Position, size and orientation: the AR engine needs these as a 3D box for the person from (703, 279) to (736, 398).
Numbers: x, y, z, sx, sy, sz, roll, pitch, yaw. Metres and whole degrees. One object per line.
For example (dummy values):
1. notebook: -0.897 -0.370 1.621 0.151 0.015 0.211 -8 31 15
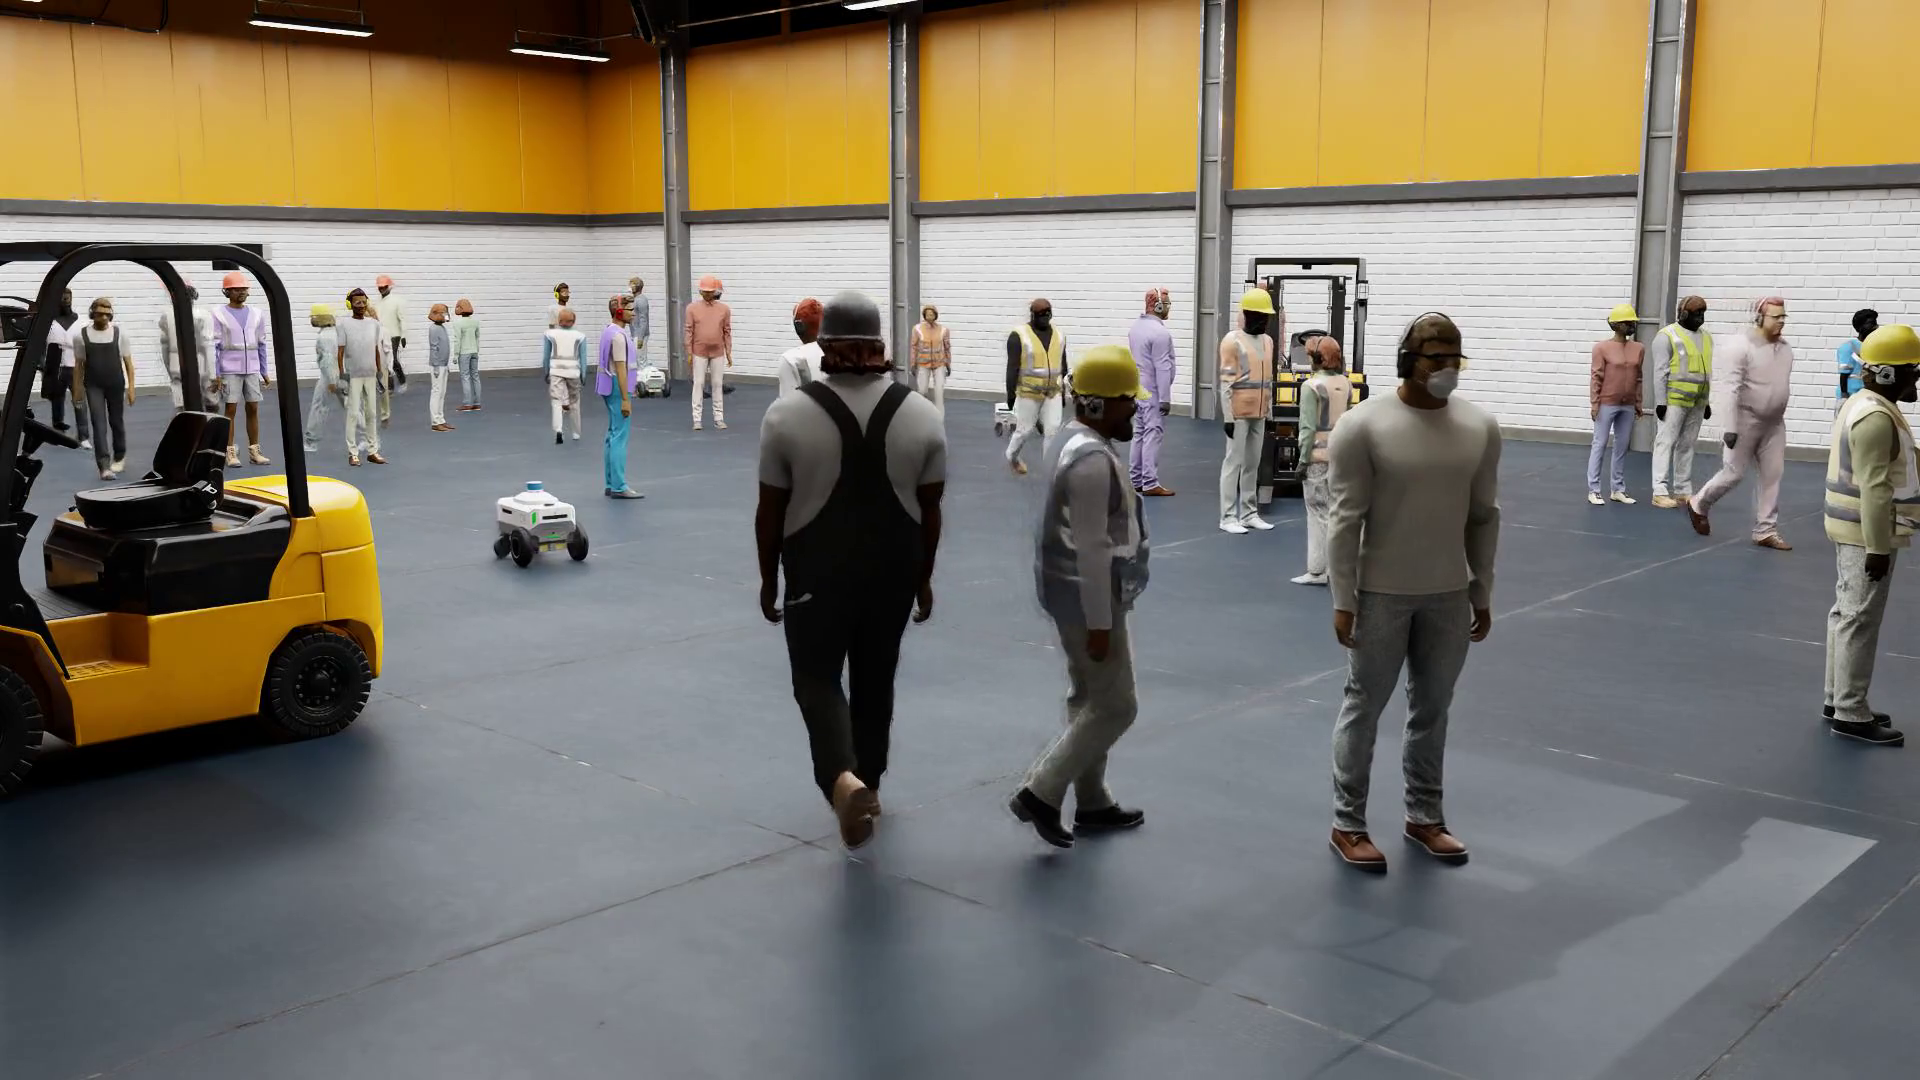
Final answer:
1. person: -3.911 -3.230 26.760 0.937 1.889 0.548 -8 12 -41

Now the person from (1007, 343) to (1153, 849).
1. person: 0.435 0.210 5.932 0.508 1.816 0.598 -2 9 -10

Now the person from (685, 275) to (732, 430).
1. person: -3.244 -2.416 21.492 0.608 1.987 0.391 -3 10 -20

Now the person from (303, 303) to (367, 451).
1. person: -7.128 -1.843 18.888 0.936 1.693 0.479 0 9 3

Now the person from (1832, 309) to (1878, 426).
1. person: 8.526 -1.345 15.805 0.530 1.697 0.321 -5 10 -27

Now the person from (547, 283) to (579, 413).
1. person: -5.735 -2.777 24.056 0.326 1.874 0.519 5 11 29

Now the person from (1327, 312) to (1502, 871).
1. person: 1.556 0.186 5.734 0.630 1.932 0.384 -2 10 -13

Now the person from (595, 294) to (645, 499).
1. person: -3.098 -1.294 15.039 0.377 1.844 0.567 -3 10 -20

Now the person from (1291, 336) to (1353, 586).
1. person: 2.383 -0.515 10.906 0.522 1.636 0.310 -9 13 -43

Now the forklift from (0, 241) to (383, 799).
1. forklift: -3.706 -0.171 7.093 1.214 2.155 2.313 9 13 43

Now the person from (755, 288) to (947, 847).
1. person: -0.388 0.078 6.035 0.688 2.000 0.851 -3 10 -16

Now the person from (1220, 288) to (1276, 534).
1. person: 2.282 -1.008 13.070 0.588 1.918 0.397 -8 12 -41

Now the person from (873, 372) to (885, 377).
1. person: -0.756 -1.040 13.333 0.586 1.896 0.619 1 9 6

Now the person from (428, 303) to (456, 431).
1. person: -6.650 -2.209 21.298 0.280 1.632 0.501 0 9 -1

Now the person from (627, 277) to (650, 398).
1. person: -5.203 -3.269 26.866 0.372 1.940 0.631 -4 10 -24

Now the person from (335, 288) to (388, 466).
1. person: -6.310 -1.714 17.560 0.328 1.867 0.514 8 12 41

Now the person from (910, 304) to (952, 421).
1. person: -0.382 -2.284 21.790 0.552 1.621 0.490 0 9 -2

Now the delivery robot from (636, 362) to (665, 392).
1. delivery robot: -5.021 -2.630 26.880 0.477 0.478 0.707 -4 11 -27

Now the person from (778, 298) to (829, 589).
1. person: -0.930 -0.600 10.664 0.573 1.887 0.355 -8 12 -41

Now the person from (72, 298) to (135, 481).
1. person: -8.525 -1.509 16.549 0.564 1.799 0.946 -5 11 -29

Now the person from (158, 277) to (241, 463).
1. person: -7.966 -1.747 17.406 0.651 1.983 1.001 1 9 7

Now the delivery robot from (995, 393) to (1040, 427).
1. delivery robot: 0.748 -1.610 20.637 0.477 0.478 0.707 7 11 37

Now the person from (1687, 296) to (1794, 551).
1. person: 5.899 -0.887 12.473 0.648 1.881 0.800 -3 10 -20

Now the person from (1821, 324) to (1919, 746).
1. person: 4.029 -0.030 7.330 0.404 1.833 0.592 4 10 22

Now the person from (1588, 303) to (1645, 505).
1. person: 5.779 -1.188 14.631 0.532 1.770 0.306 -3 10 -15

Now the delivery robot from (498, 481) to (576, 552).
1. delivery robot: -3.020 -0.175 11.845 0.477 0.478 0.707 -7 11 -35

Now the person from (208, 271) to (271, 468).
1. person: -7.538 -1.785 17.438 0.367 2.048 0.607 8 12 41

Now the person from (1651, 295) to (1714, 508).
1. person: 6.311 -1.202 14.492 0.621 1.844 0.429 -4 10 -24

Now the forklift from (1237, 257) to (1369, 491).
1. forklift: 3.309 -1.629 16.029 1.214 2.155 2.313 2 9 11

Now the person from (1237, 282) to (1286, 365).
1. person: 3.722 -2.260 20.822 0.703 1.901 0.403 -3 10 -16

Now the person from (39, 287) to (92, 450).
1. person: -10.379 -2.002 19.307 0.583 1.881 0.992 -6 11 -34

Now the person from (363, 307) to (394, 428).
1. person: -7.540 -2.206 21.414 0.515 1.592 0.842 -2 9 -11

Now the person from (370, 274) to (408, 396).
1. person: -9.314 -3.319 27.033 0.625 1.978 0.430 3 10 17

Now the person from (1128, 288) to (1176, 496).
1. person: 1.774 -1.343 15.202 0.402 1.901 0.647 -3 10 -17

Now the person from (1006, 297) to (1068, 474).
1. person: 0.705 -1.428 15.988 0.656 1.811 0.796 -4 10 -24

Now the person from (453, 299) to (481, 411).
1. person: -7.208 -2.698 24.299 0.286 1.633 0.499 4 10 25

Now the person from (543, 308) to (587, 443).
1. person: -4.716 -1.969 19.889 0.521 1.611 0.768 -2 10 -15
